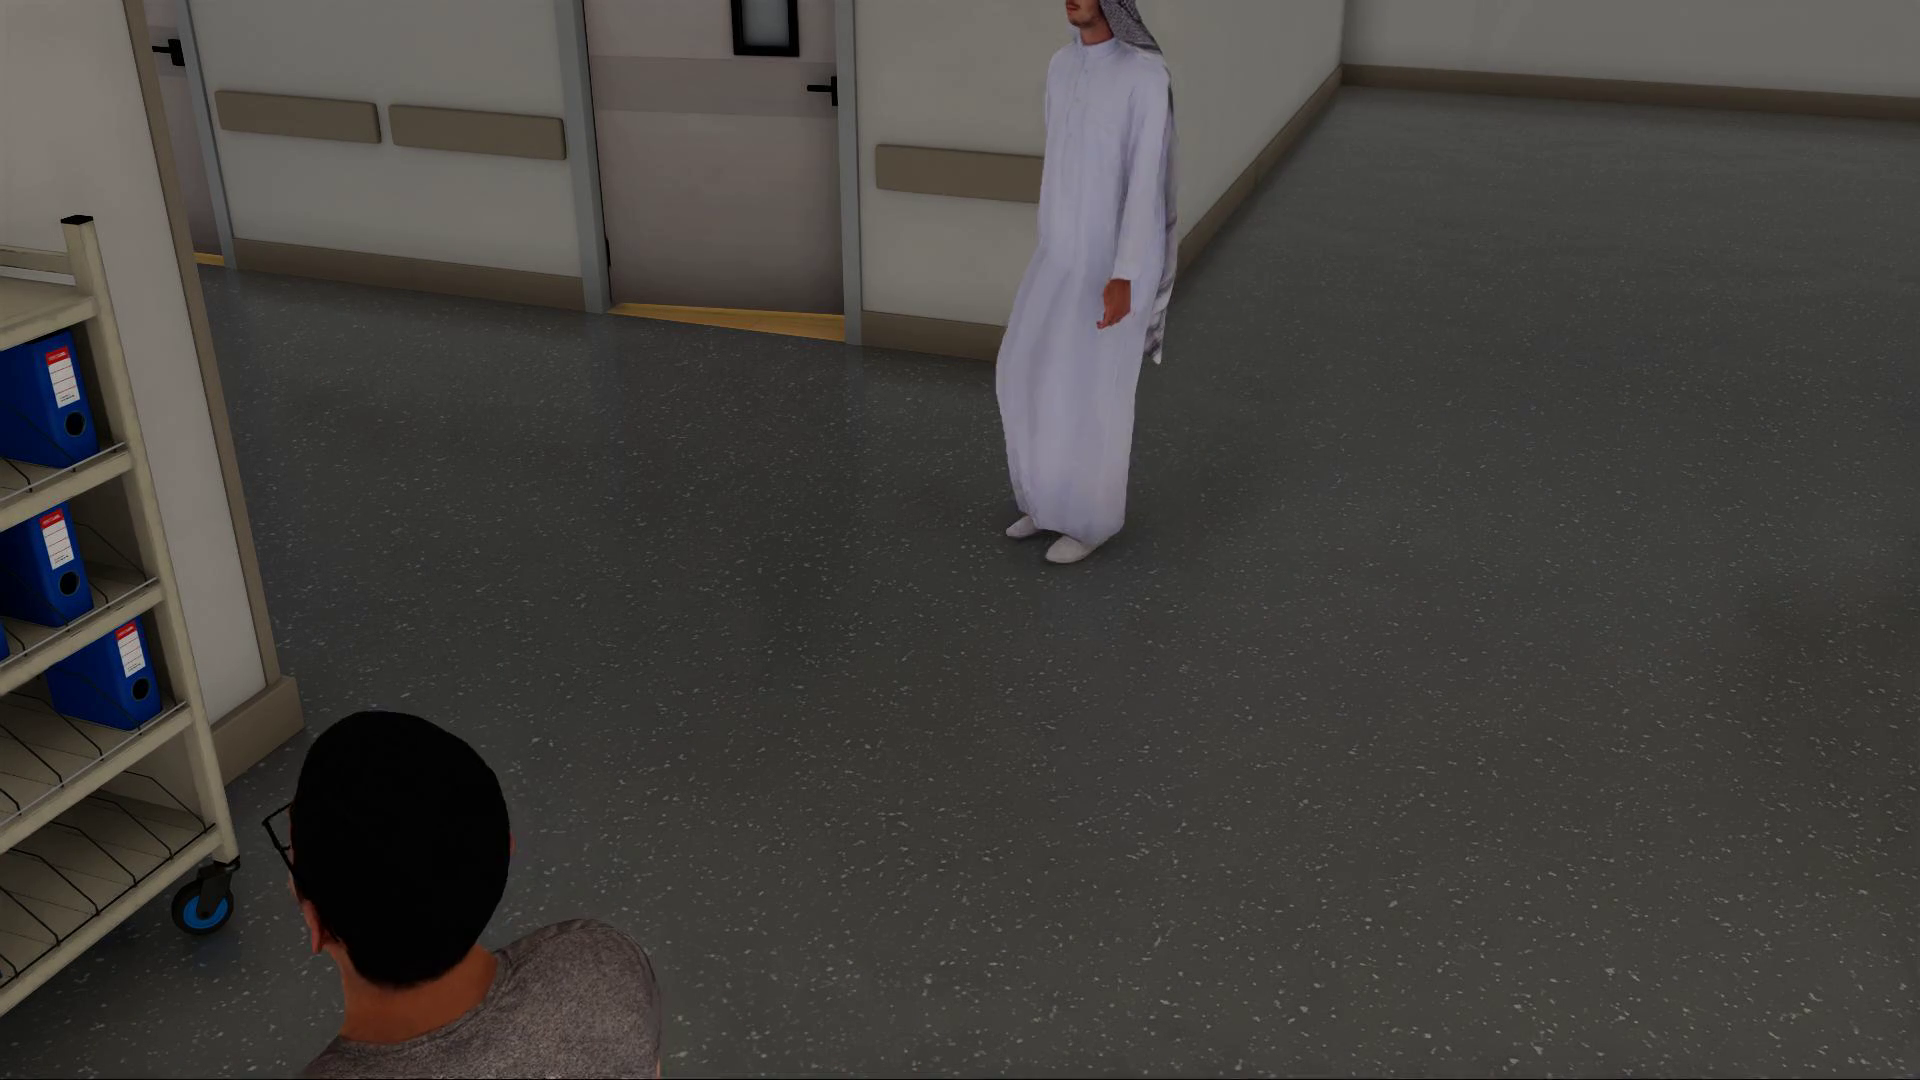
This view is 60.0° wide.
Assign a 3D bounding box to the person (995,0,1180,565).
[{"bbox_3d":[0.474,-0.880,5.240,0.900,1.922,0.868,-21,33,-36],"label":"person"}]

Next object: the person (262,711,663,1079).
[{"bbox_3d":[-0.451,0.928,1.683,0.720,1.754,0.543,15,30,29],"label":"person"}]
